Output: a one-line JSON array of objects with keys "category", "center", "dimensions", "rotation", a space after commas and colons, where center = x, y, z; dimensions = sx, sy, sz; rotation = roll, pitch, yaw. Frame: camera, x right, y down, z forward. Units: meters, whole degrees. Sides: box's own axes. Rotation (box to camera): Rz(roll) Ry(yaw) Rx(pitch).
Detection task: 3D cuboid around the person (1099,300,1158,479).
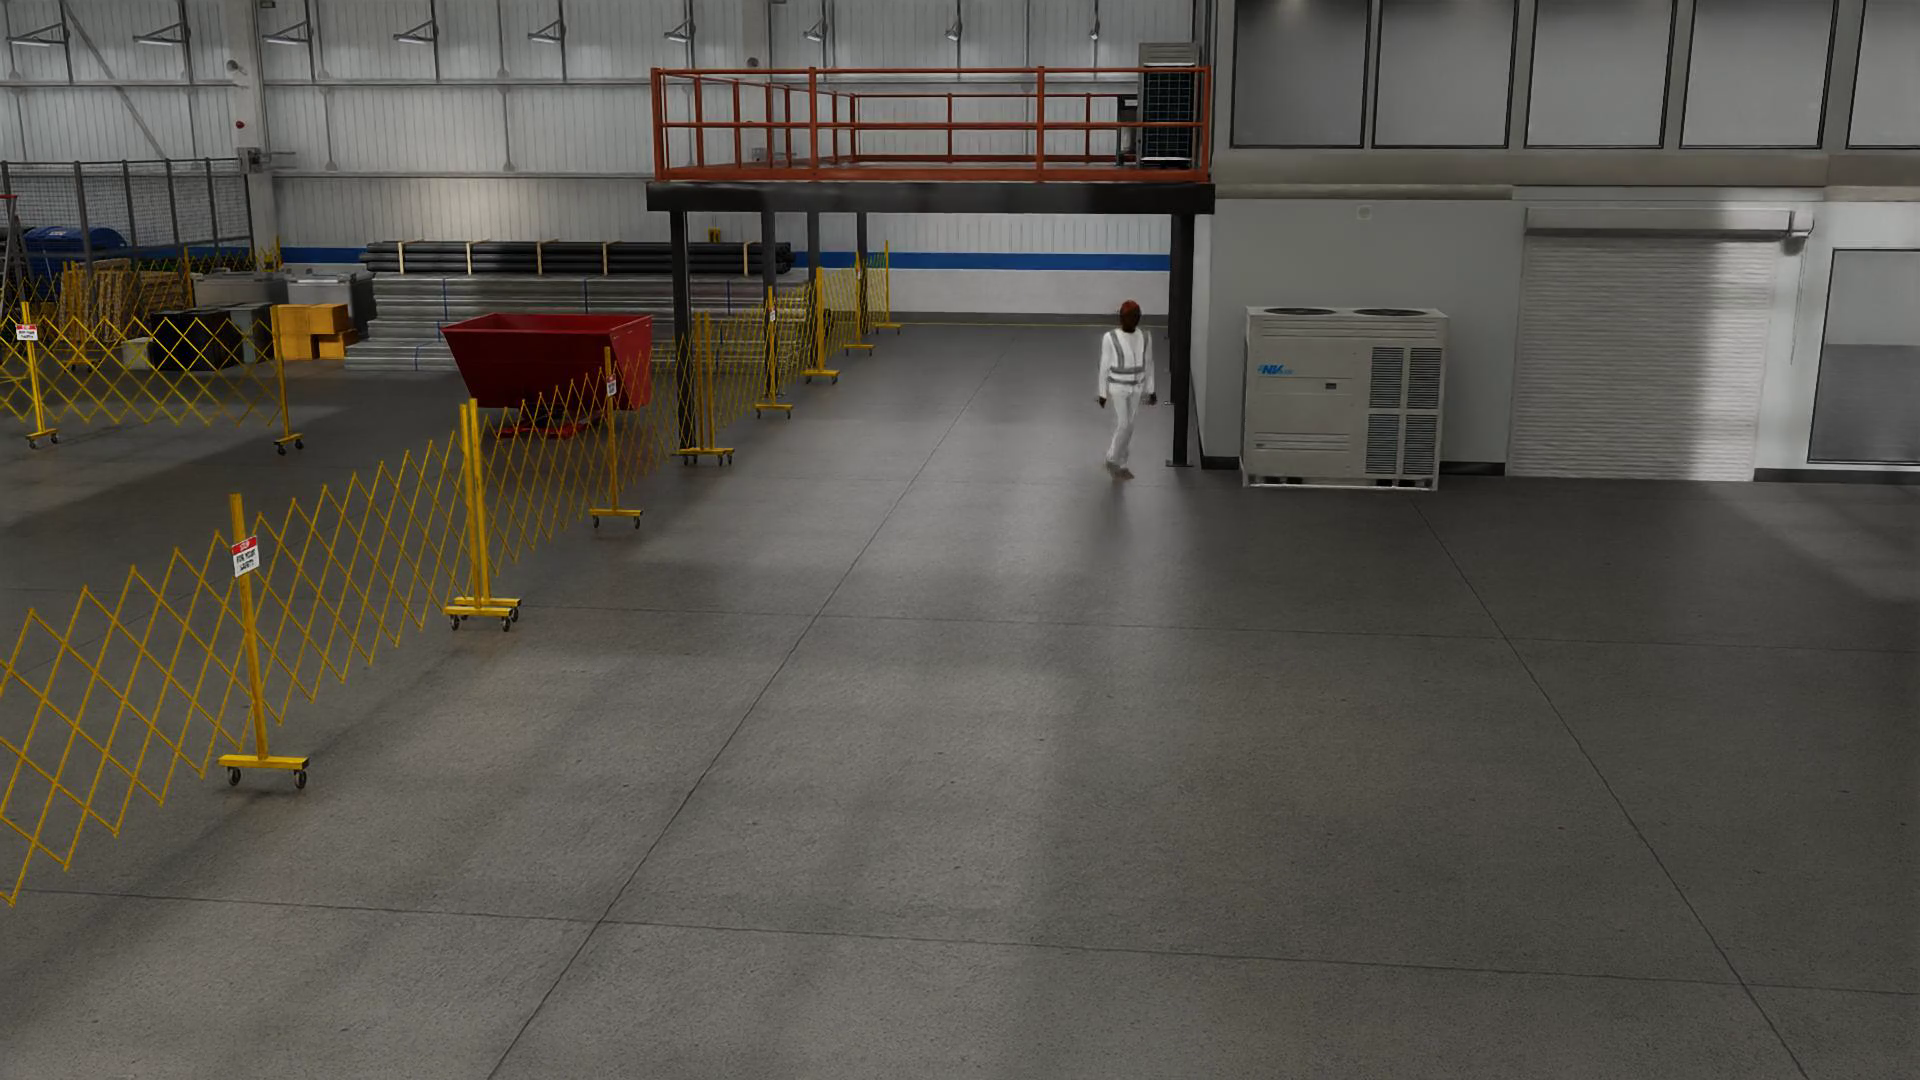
[{"category": "person", "center": [1.738, -1.546, 17.217], "dimensions": [0.576, 1.865, 0.431], "rotation": [-8, 16, -30]}]
